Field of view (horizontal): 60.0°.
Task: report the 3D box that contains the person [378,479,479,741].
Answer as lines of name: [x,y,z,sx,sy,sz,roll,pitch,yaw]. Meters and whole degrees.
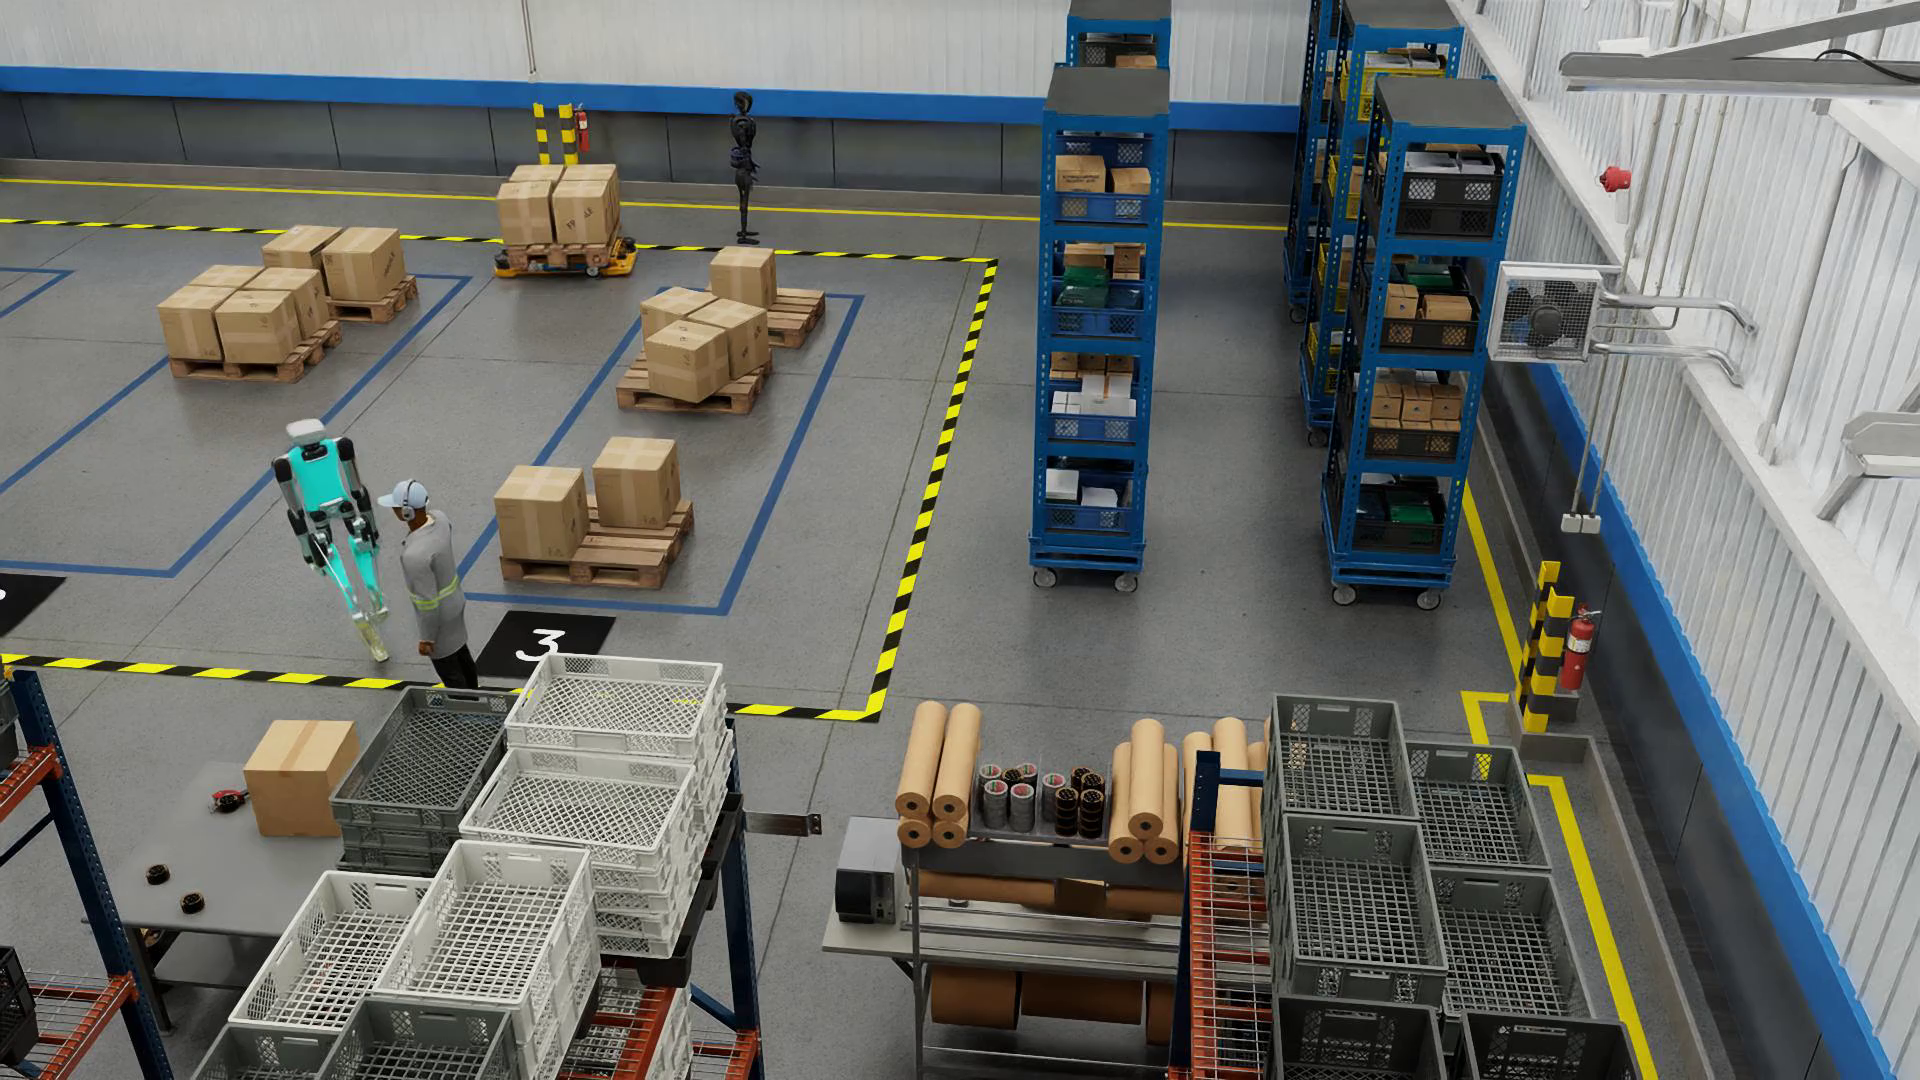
person: [-3.273,0.450,10.326,0.399,1.852,0.589,-1,30,-1]

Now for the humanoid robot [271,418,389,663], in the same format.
humanoid robot: [-4.064,0.091,11.043,0.552,1.743,0.893,-22,37,-33]

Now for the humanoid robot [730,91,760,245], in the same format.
humanoid robot: [-2.366,-4.122,18.342,0.315,1.653,0.599,-2,30,-3]

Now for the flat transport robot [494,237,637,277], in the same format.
flat transport robot: [-4.238,-3.055,17.893,1.431,0.197,0.652,-1,30,-3]

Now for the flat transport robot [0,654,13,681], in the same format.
flat transport robot: [-7.142,0.969,11.010,1.431,0.231,0.659,3,30,6]
